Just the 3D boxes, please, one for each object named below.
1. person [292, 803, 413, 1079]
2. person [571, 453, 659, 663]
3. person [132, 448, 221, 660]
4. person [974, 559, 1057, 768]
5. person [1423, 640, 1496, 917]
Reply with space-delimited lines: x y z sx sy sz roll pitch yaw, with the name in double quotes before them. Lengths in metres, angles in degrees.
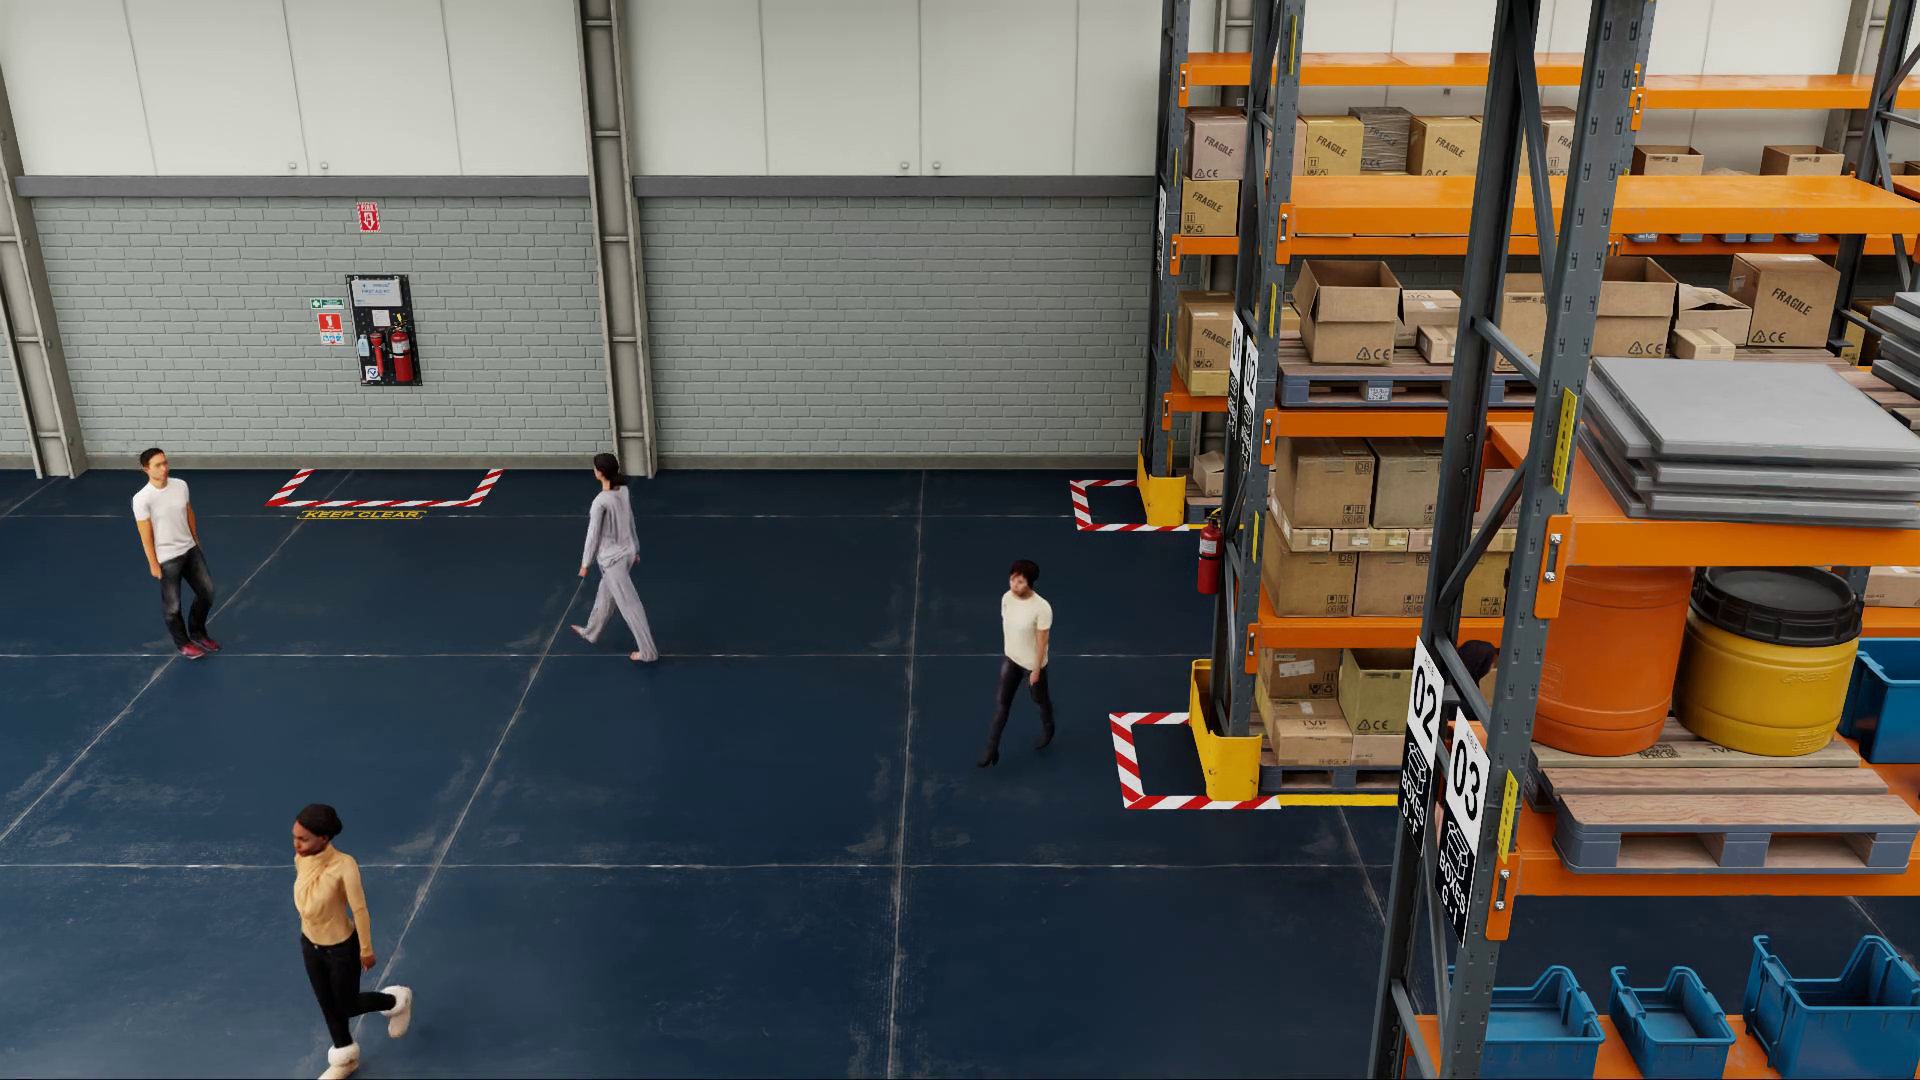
"person" -3.235 2.085 8.737 0.905 1.647 0.880 12 26 26
"person" -2.627 0.184 13.094 1.144 1.737 0.883 9 25 21
"person" -6.305 0.096 13.226 0.804 1.795 0.786 13 26 27
"person" 0.516 0.854 11.766 1.023 1.541 1.052 19 30 38
"person" 2.996 1.419 10.103 0.536 1.803 0.628 3 23 6
